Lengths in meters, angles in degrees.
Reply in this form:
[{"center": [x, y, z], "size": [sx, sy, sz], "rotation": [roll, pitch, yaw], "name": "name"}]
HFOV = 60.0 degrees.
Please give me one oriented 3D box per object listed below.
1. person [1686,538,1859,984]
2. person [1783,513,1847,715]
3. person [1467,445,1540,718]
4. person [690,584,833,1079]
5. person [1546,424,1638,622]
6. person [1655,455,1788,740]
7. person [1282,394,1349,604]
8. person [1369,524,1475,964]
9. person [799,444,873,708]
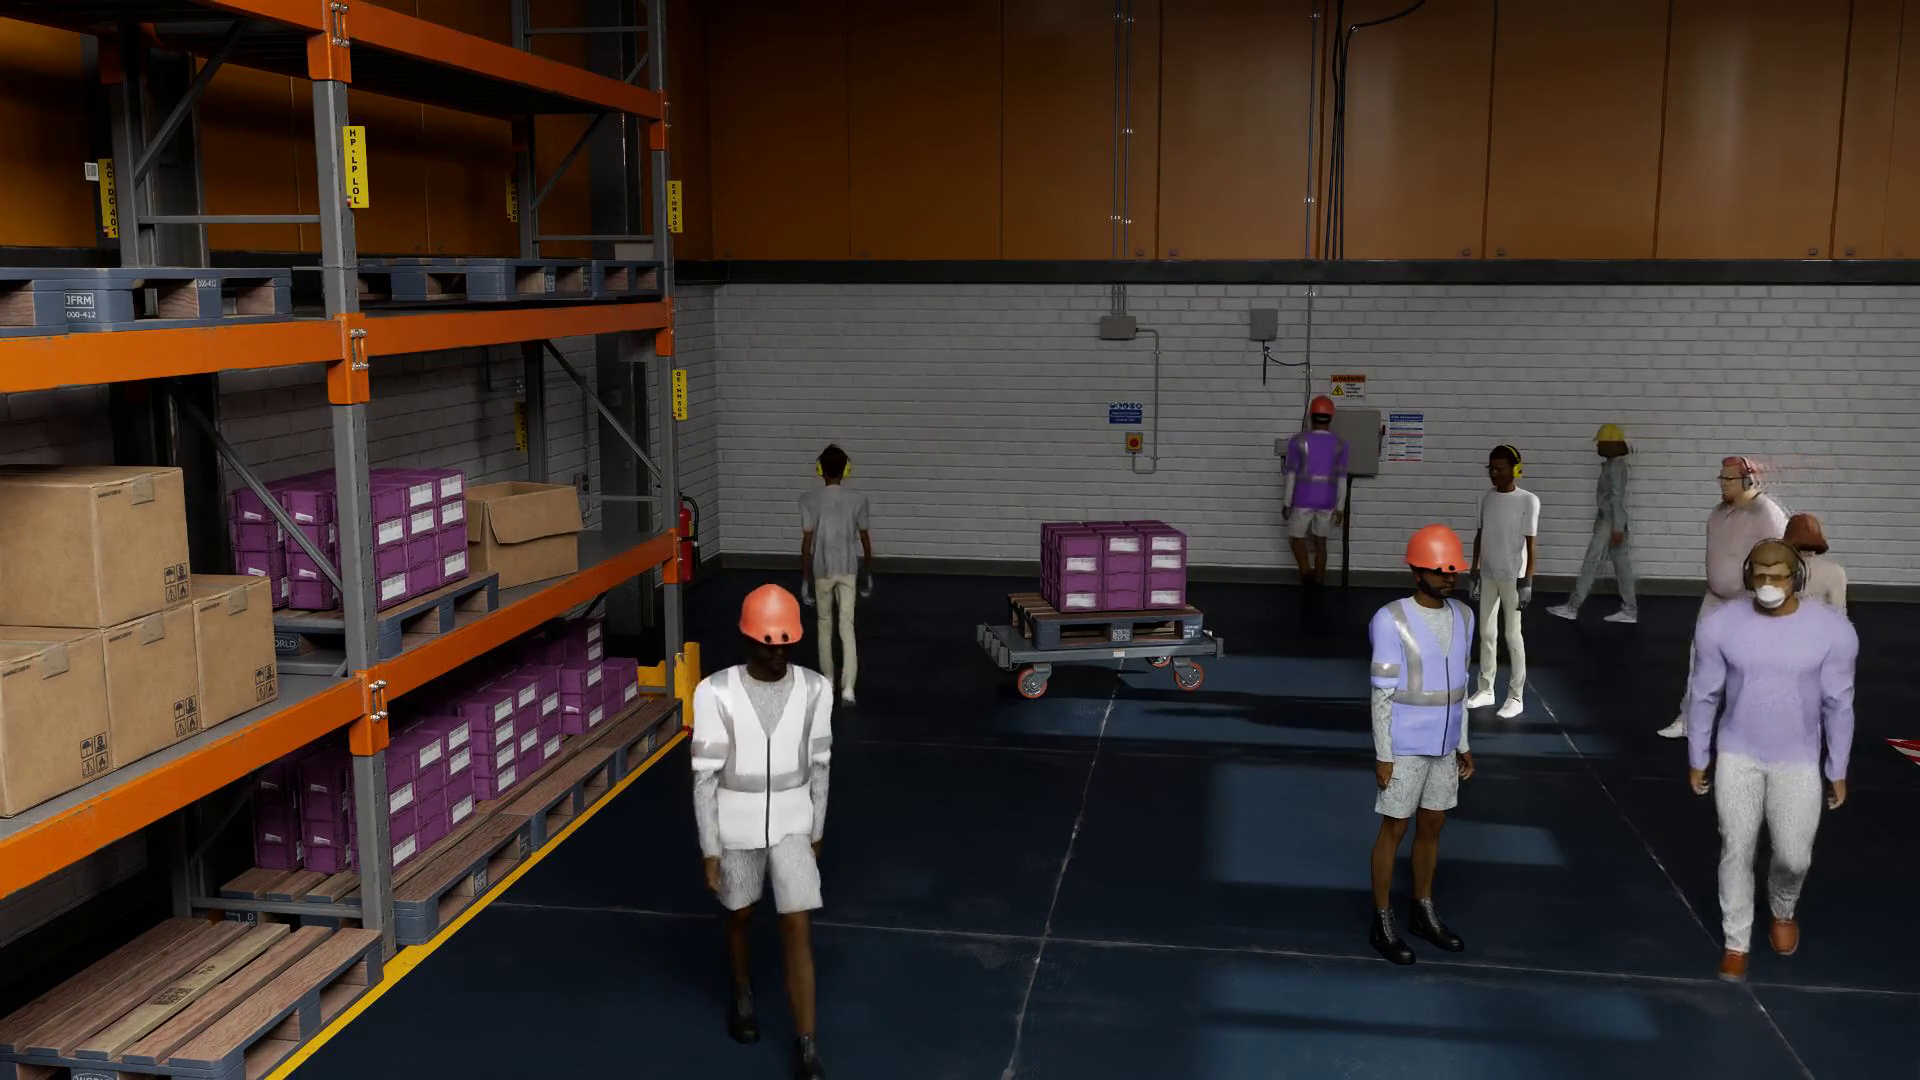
[{"center": [3.442, 0.933, 7.108], "size": [0.647, 1.920, 0.492], "rotation": [6, 11, 31], "name": "person"}, {"center": [4.912, 0.650, 9.806], "size": [0.637, 1.610, 0.516], "rotation": [-7, 11, -36], "name": "person"}, {"center": [3.692, 0.273, 11.376], "size": [0.317, 1.860, 0.509], "rotation": [-7, 11, -35], "name": "person"}, {"center": [-0.725, 1.094, 6.241], "size": [0.556, 1.875, 1.013], "rotation": [-3, 10, -15], "name": "person"}, {"center": [5.494, -0.143, 14.356], "size": [0.825, 1.708, 0.512], "rotation": [4, 10, 22], "name": "person"}, {"center": [5.051, 0.380, 10.708], "size": [0.941, 1.867, 0.637], "rotation": [-3, 10, -19], "name": "person"}, {"center": [3.222, -0.359, 15.086], "size": [0.580, 1.919, 0.696], "rotation": [0, 9, -3], "name": "person"}, {"center": [2.053, 0.888, 7.339], "size": [0.542, 1.938, 0.357], "rotation": [-5, 10, -27], "name": "person"}, {"center": [-0.859, 0.242, 11.691], "size": [0.532, 1.827, 0.966], "rotation": [-2, 9, -10], "name": "person"}]
